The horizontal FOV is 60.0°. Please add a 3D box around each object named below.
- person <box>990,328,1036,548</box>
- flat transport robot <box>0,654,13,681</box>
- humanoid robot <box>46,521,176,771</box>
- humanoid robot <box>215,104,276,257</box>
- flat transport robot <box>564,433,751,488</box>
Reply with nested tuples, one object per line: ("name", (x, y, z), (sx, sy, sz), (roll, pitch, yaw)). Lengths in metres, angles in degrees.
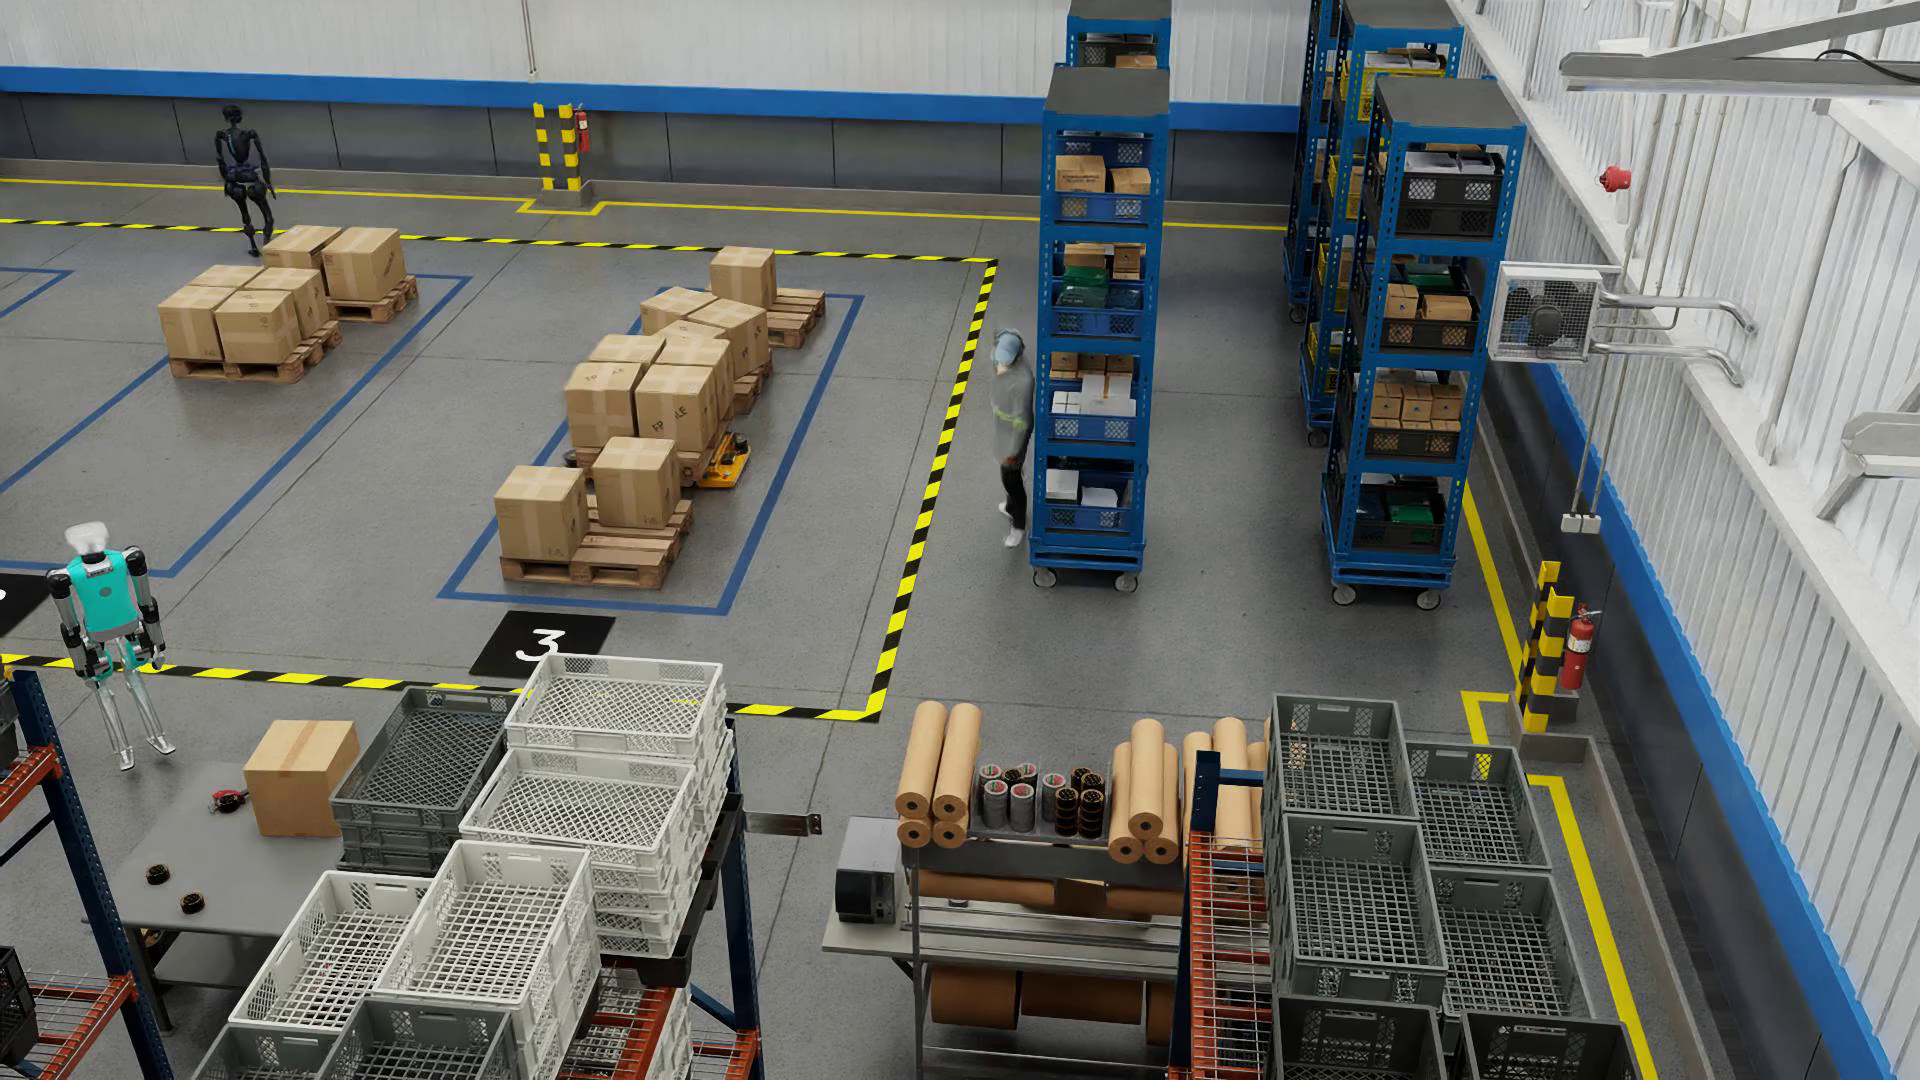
("person", (0.350, -0.842, 12.595), (0.395, 1.810, 0.752), (-9, 31, -15))
("flat transport robot", (-7.142, 0.969, 11.010), (1.431, 0.231, 0.659), (3, 30, 6))
("humanoid robot", (-5.152, 0.583, 10.084), (0.533, 1.672, 0.735), (-22, 37, -32))
("humanoid robot", (-7.684, -3.824, 17.848), (0.607, 1.647, 0.467), (4, 30, 6))
("flat transport robot", (-2.516, -0.705, 13.857), (1.431, 0.197, 0.652), (3, 30, 6))
